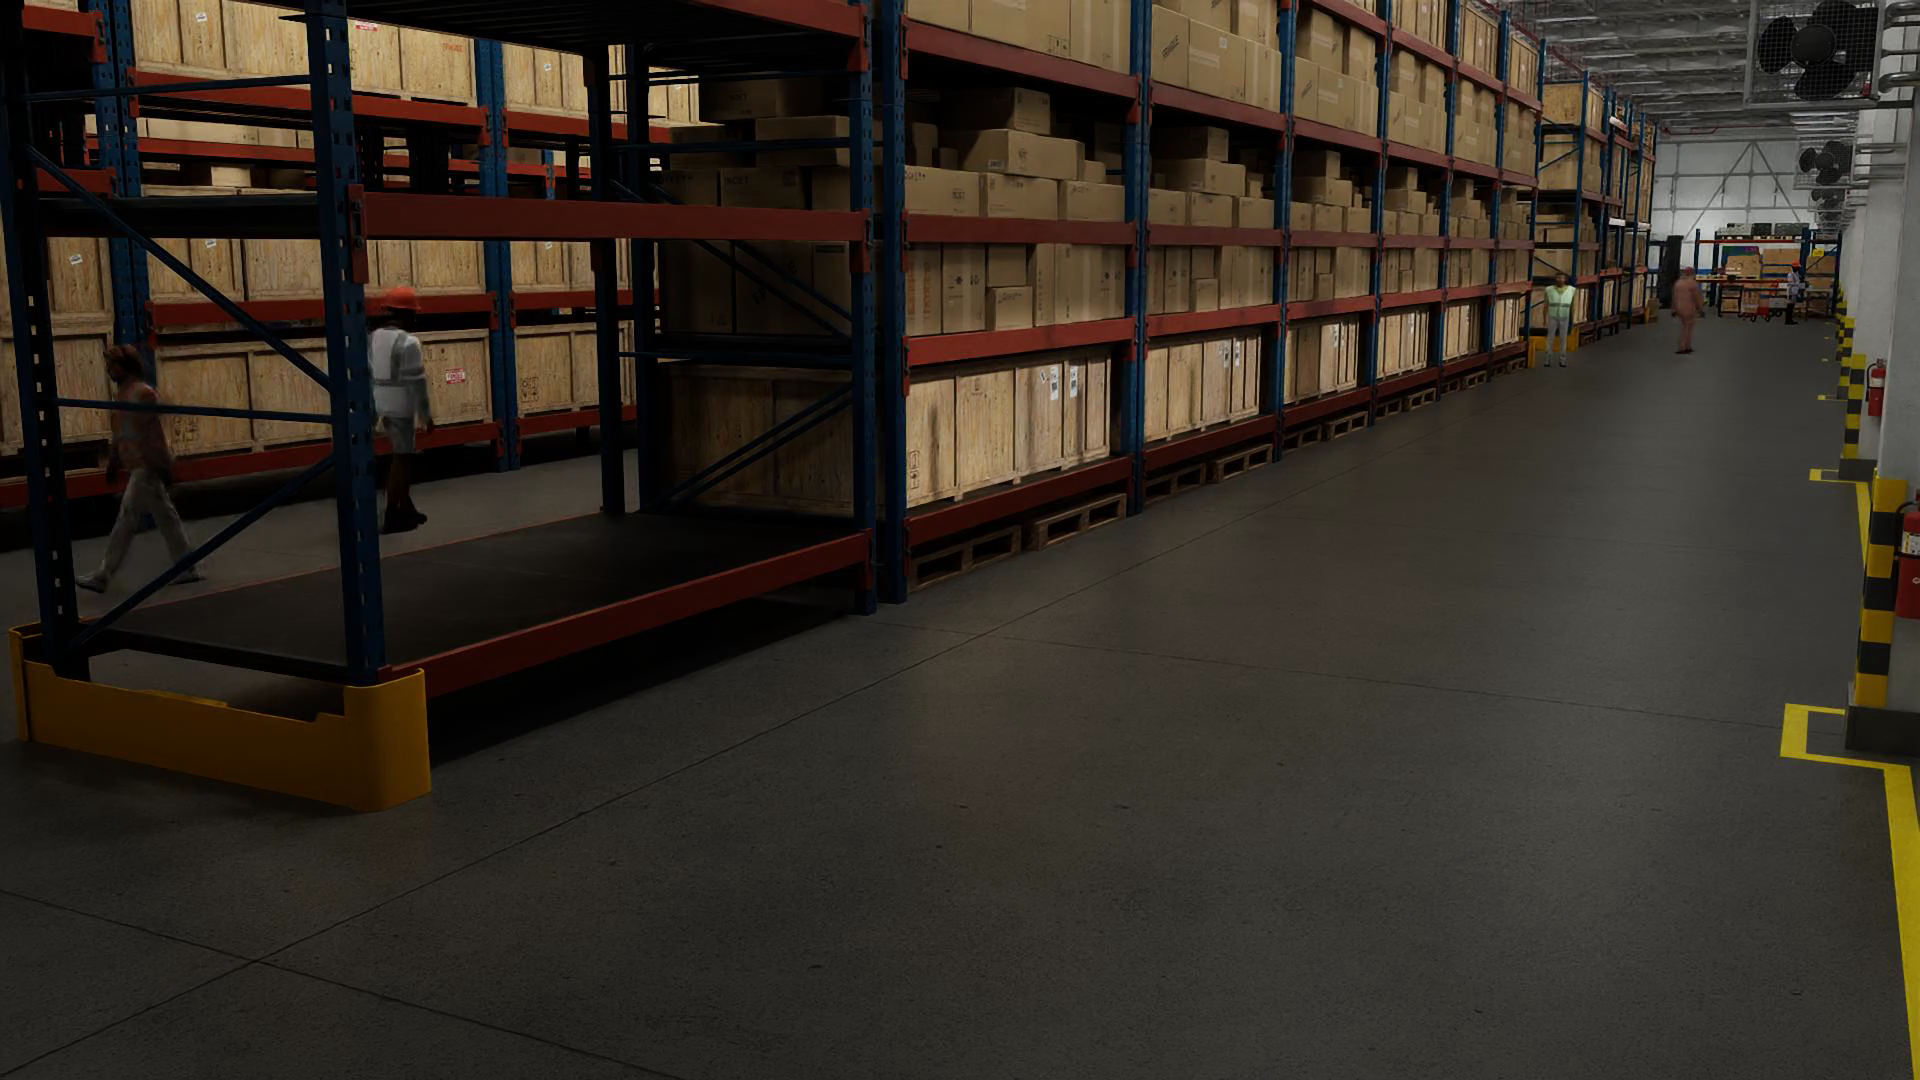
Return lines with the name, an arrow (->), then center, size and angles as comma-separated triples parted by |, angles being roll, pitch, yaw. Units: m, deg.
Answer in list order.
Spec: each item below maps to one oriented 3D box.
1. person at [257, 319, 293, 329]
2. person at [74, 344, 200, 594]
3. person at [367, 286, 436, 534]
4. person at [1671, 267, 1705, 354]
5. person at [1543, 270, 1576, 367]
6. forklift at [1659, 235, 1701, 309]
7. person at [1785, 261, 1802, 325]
person -> -7.971, -2.123, 19.384 | 0.649, 1.929, 0.443 | 4, 11, 22
person -> -5.338, -0.450, 10.667 | 0.861, 1.586, 0.531 | -9, 13, -42
person -> -4.330, -1.021, 13.033 | 0.587, 1.912, 0.654 | 7, 12, 35
person -> 15.833, -4.972, 36.046 | 0.701, 1.870, 0.709 | -3, 10, -17
person -> 11.451, -4.224, 31.801 | 0.567, 1.841, 0.377 | 3, 10, 16
forklift -> 26.905, -10.093, 62.780 | 1.873, 2.768, 1.129 | 1, 10, 8
person -> 25.378, -7.523, 50.625 | 0.545, 1.938, 0.362 | -9, 13, -43
